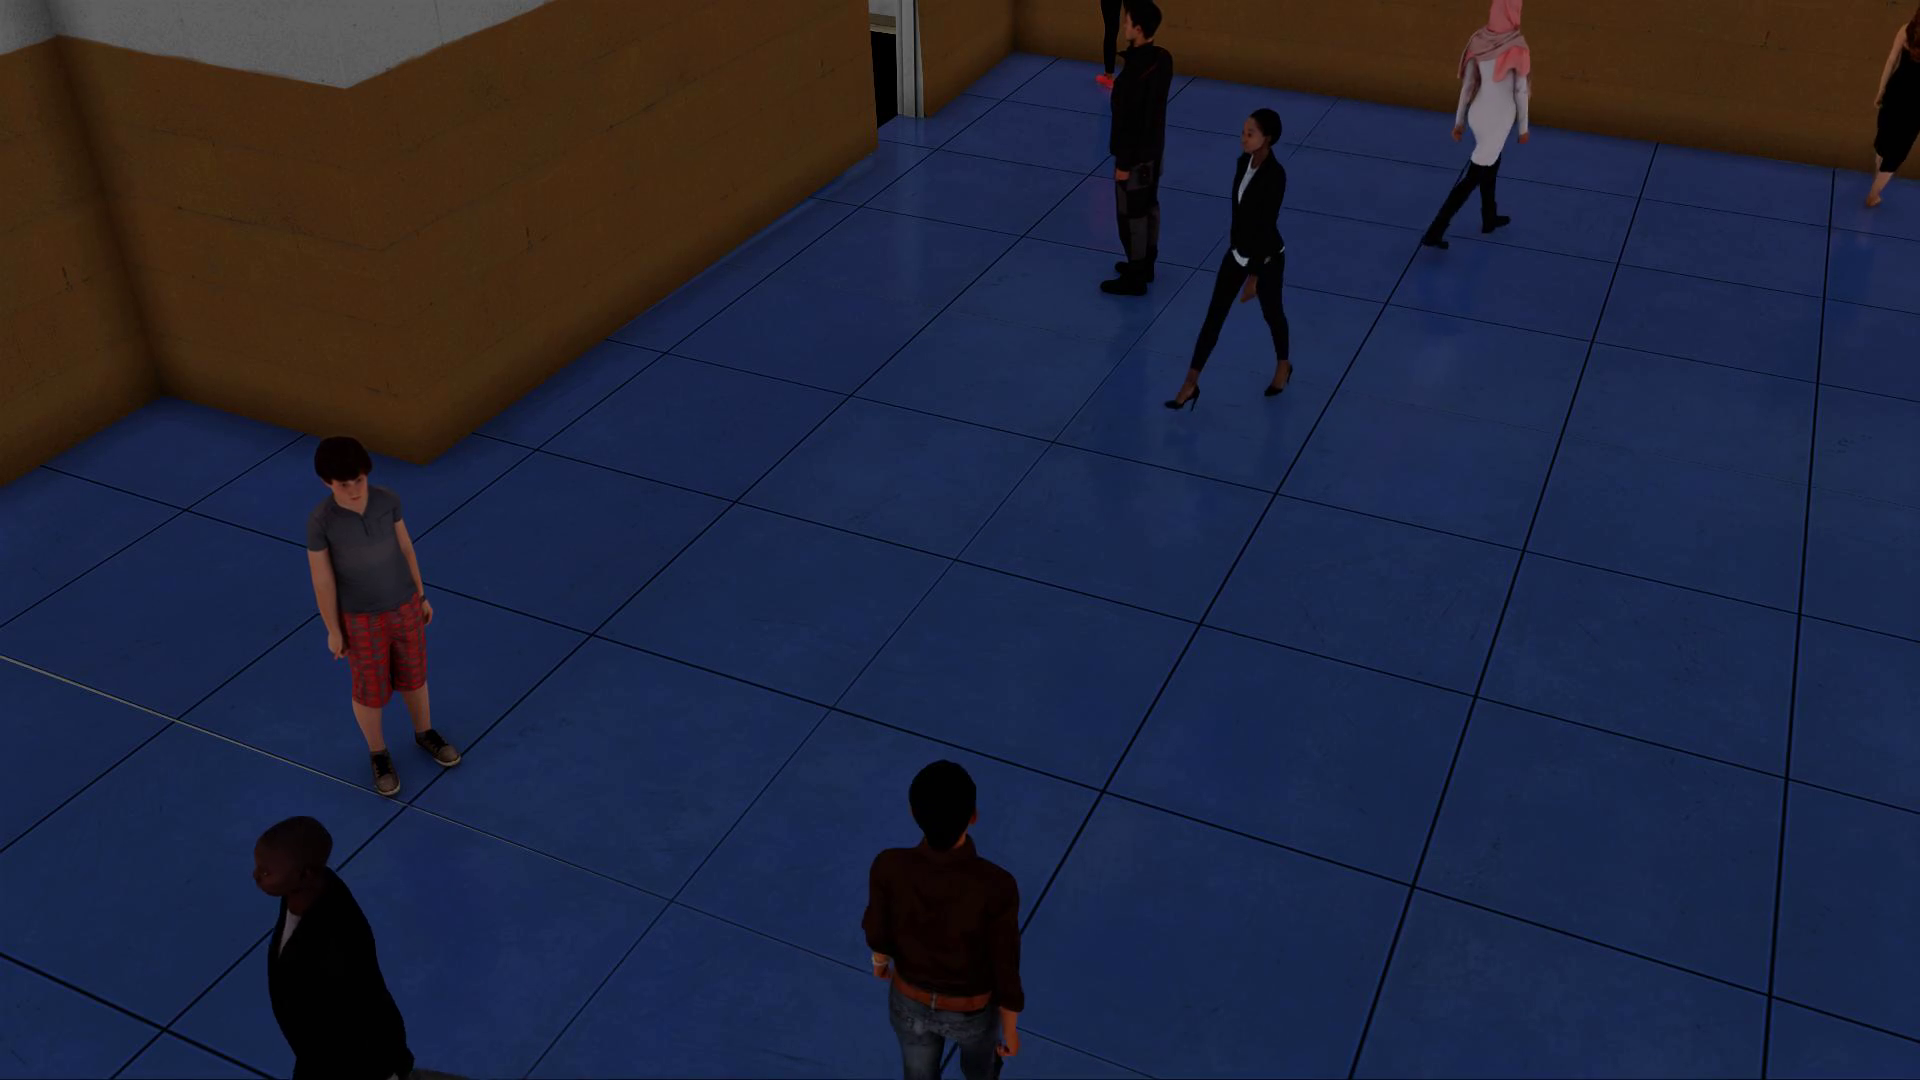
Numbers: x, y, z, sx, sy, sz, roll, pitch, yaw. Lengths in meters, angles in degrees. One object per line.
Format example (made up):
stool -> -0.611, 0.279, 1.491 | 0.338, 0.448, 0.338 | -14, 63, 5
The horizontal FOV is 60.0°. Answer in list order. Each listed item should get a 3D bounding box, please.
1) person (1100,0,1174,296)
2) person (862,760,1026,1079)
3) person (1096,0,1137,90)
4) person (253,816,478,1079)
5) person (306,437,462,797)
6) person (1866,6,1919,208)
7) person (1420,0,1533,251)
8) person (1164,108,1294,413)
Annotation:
person -> 1.177, -2.561, 10.887 | 0.568, 1.945, 0.688 | 15, 37, 22
person -> -0.063, 1.474, 5.007 | 1.042, 1.740, 0.898 | 6, 34, 9
person -> 1.423, -4.812, 14.499 | 0.667, 1.694, 0.732 | -10, 35, -15
person -> -1.734, 1.480, 5.010 | 1.123, 1.728, 1.181 | -18, 38, -25
person -> -2.405, 0.287, 6.863 | 0.669, 1.649, 0.652 | -26, 41, -33
person -> 6.919, -3.205, 12.171 | 0.940, 1.596, 0.788 | 26, 41, 33
person -> 3.578, -2.816, 11.435 | 1.134, 1.763, 1.193 | -18, 38, -25
person -> 1.754, -1.555, 9.519 | 1.096, 1.787, 1.146 | -18, 38, -25
